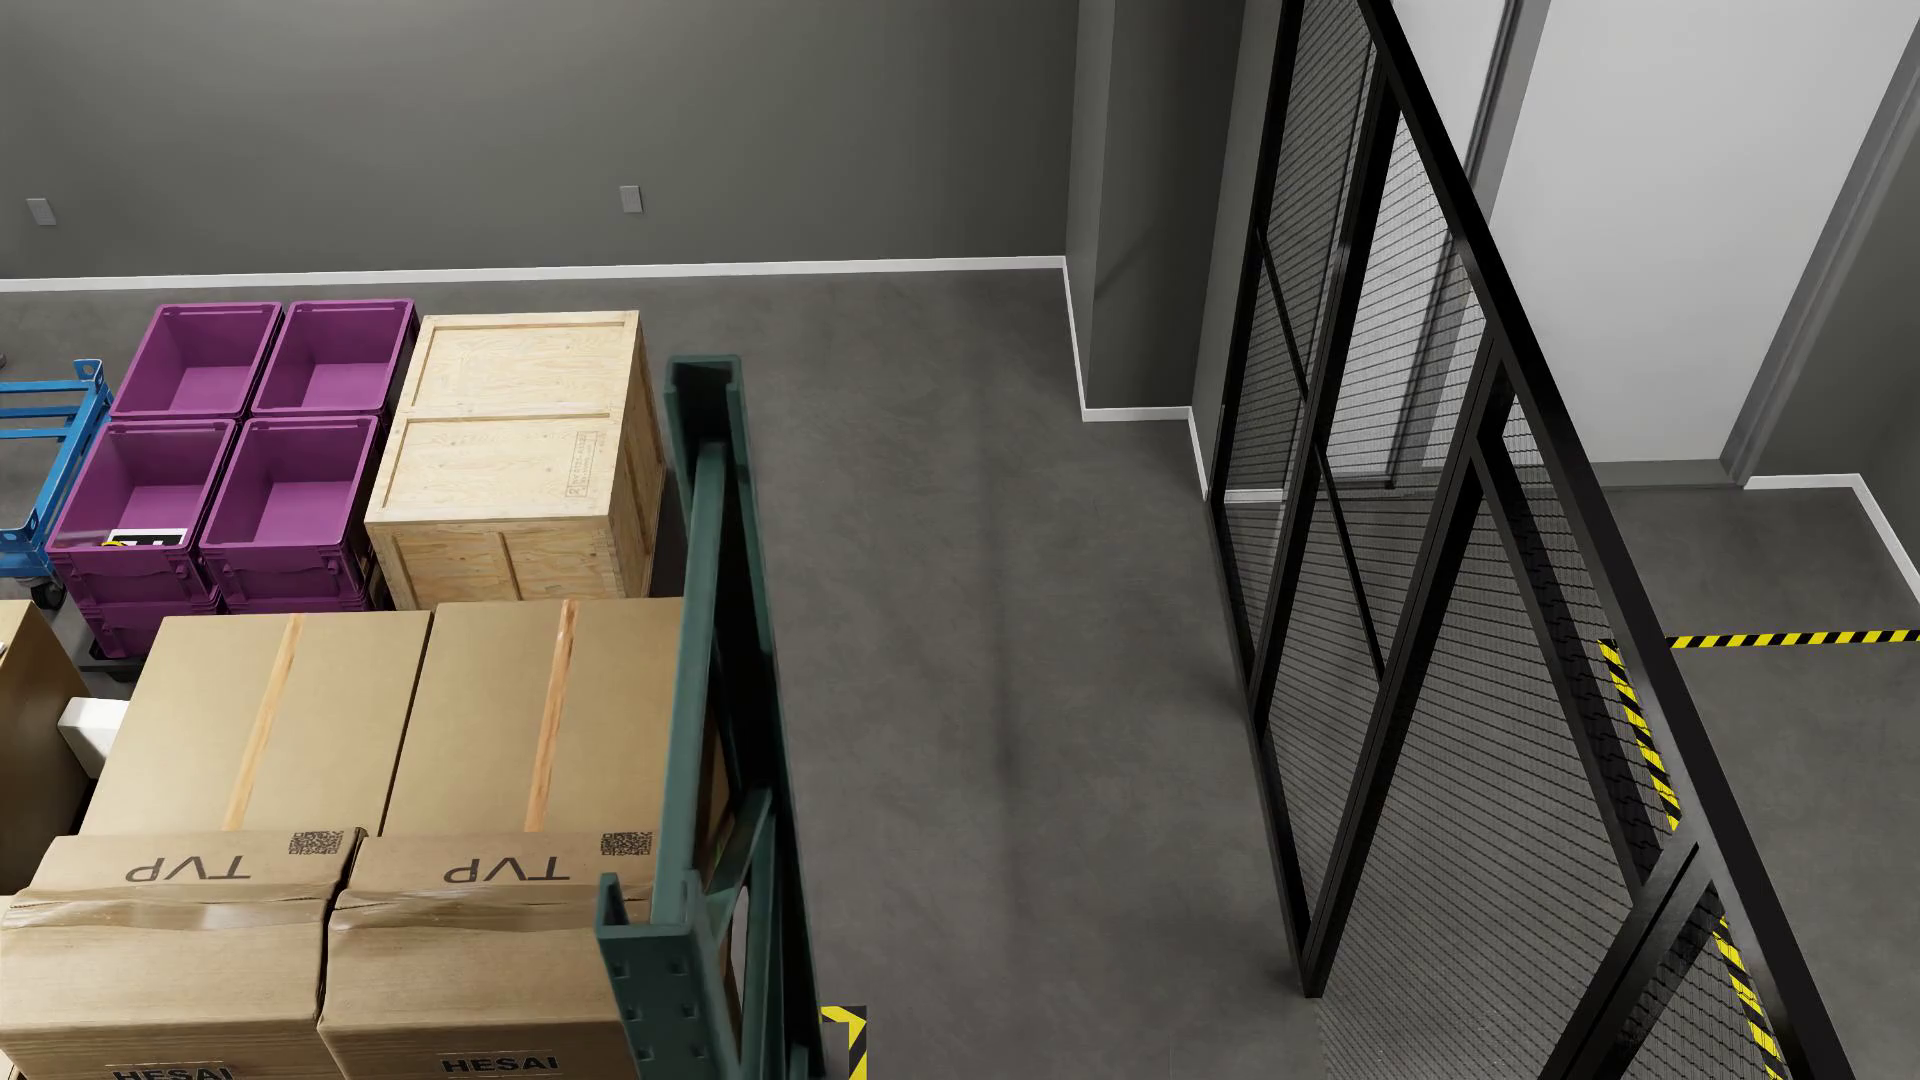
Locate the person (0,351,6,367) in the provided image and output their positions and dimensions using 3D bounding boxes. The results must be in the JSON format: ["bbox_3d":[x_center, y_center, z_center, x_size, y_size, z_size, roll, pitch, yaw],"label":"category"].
[{"bbox_3d":[-4.032,-1.263,5.963,0.364,1.939,0.636,-4,46,-3],"label":"person"}]
